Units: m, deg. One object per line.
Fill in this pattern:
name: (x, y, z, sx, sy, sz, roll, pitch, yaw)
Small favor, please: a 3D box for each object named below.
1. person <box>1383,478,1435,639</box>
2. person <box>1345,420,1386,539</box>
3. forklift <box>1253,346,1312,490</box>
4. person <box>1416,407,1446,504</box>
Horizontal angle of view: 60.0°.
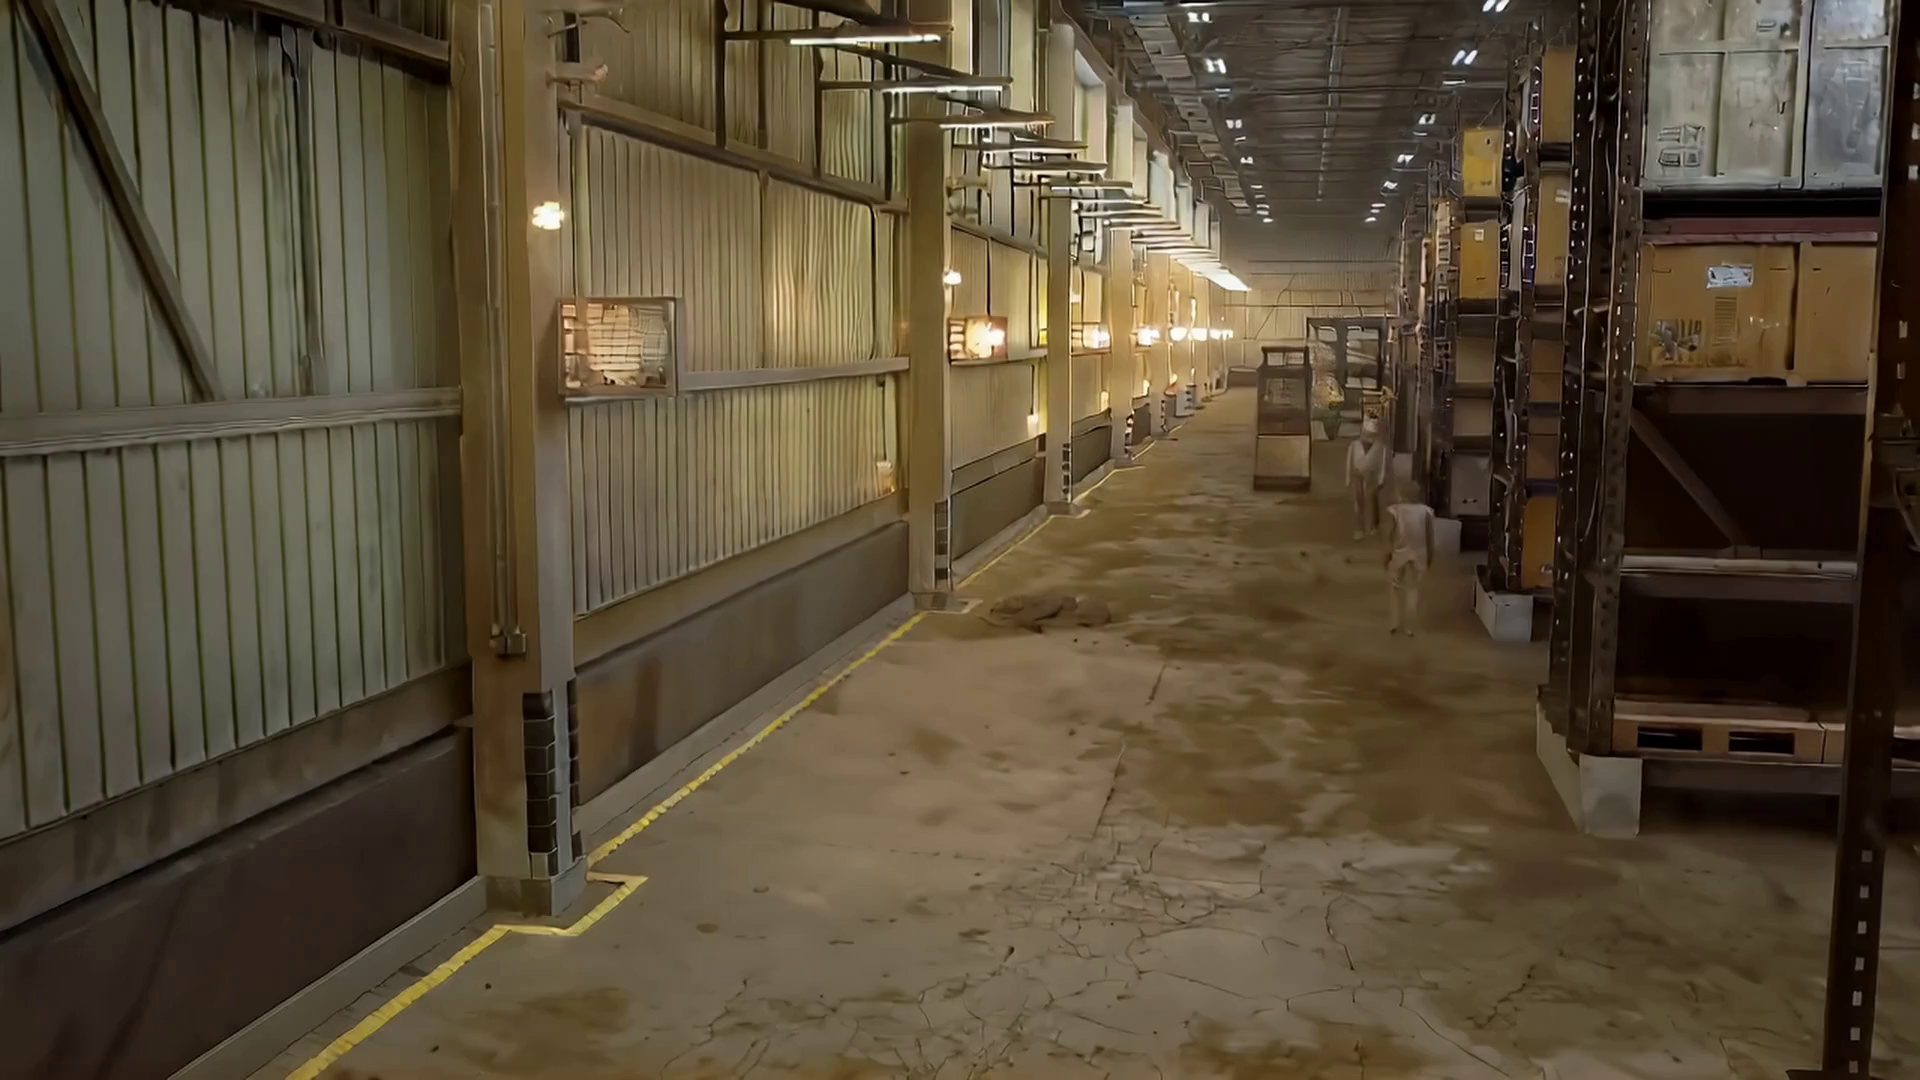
person: (4.563, 0.186, 16.908, 0.520, 1.623, 0.507, 2, 7, 12)
person: (6.128, -0.934, 25.151, 0.599, 1.803, 0.731, 2, 7, 14)
forklift: (6.404, -2.436, 32.892, 1.129, 2.768, 1.873, 1, 7, 12)
person: (8.212, -1.422, 28.706, 0.938, 1.902, 0.542, 5, 9, 33)
